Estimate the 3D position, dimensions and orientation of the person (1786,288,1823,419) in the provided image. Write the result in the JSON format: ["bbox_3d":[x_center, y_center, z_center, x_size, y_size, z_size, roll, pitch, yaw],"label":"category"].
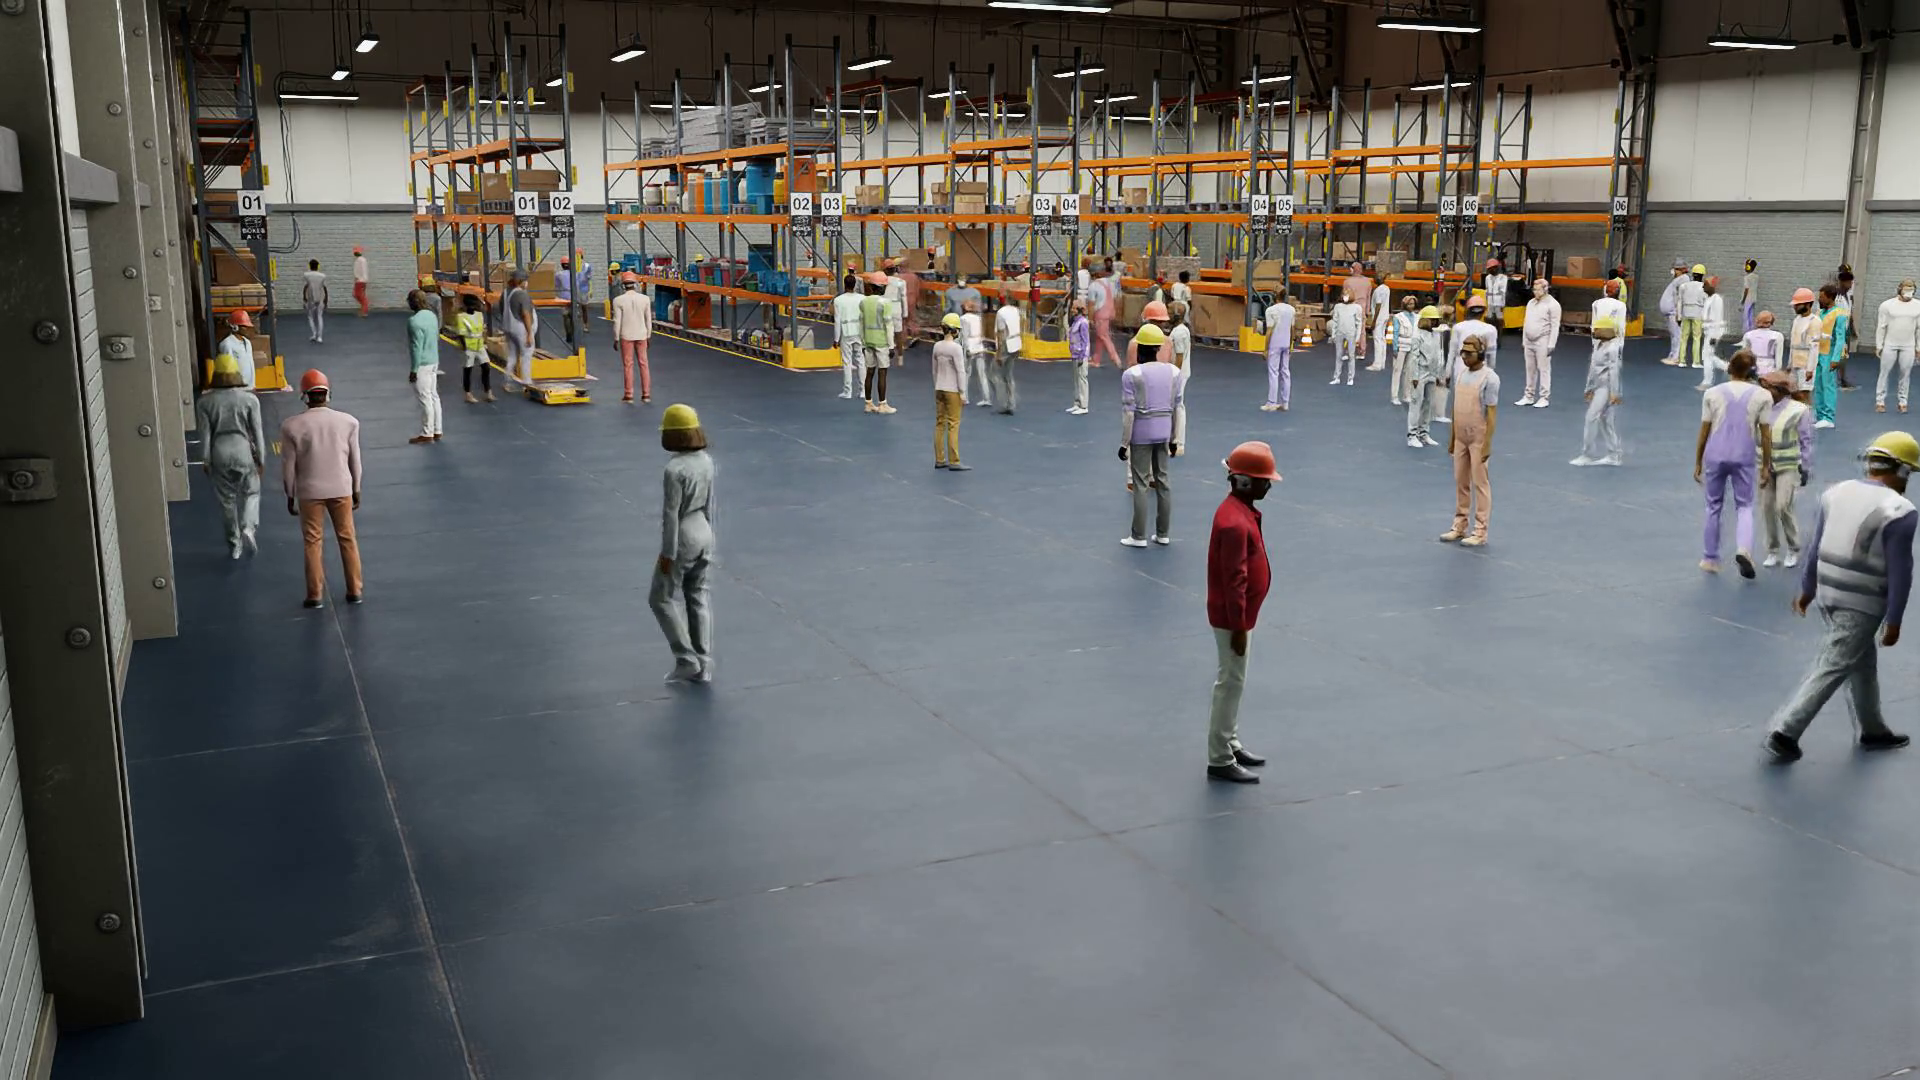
[{"bbox_3d":[10.700,-2.233,21.188,0.392,1.925,0.548,0,11,-1],"label":"person"}]

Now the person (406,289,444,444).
[{"bbox_3d":[-6.732,-2.169,20.837,0.375,1.940,0.659,1,11,3],"label":"person"}]

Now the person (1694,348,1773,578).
[{"bbox_3d":[6.093,-0.597,13.129,0.526,1.826,0.610,4,12,22],"label":"person"}]

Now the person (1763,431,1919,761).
[{"bbox_3d":[4.662,0.299,8.749,0.939,1.761,0.659,-2,11,-9],"label":"person"}]

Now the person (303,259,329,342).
[{"bbox_3d":[-14.499,-5.382,37.375,0.573,1.841,0.767,-6,13,-28],"label":"person"}]

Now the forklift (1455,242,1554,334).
[{"bbox_3d":[13.047,-6.049,39.881,2.313,2.155,1.214,-5,12,-23],"label":"forklift"}]

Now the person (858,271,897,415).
[{"bbox_3d":[-1.166,-2.822,23.868,0.616,2.041,0.380,9,15,40],"label":"person"}]

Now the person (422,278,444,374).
[{"bbox_3d":[-9.499,-3.830,29.816,0.481,1.722,0.449,2,11,9],"label":"person"}]

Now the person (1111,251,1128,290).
[{"bbox_3d":[4.371,-7.063,46.001,0.565,1.828,0.836,5,12,24],"label":"person"}]

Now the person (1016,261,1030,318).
[{"bbox_3d":[1.556,-5.697,39.251,0.562,1.742,0.360,-5,12,-26],"label":"person"}]

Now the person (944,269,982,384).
[{"bbox_3d":[0.040,-3.588,28.034,0.640,1.936,0.373,2,11,8],"label":"person"}]

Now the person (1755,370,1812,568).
[{"bbox_3d":[6.654,-0.576,13.562,0.389,1.617,0.536,-8,14,-35],"label":"person"}]

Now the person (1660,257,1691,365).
[{"bbox_3d":[13.635,-4.370,31.739,0.536,2.000,0.688,3,11,14],"label":"person"}]

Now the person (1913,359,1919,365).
[{"bbox_3d":[18.402,-4.125,31.325,0.658,1.710,0.581,7,13,30],"label":"person"}]

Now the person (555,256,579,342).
[{"bbox_3d":[-8.849,-5.403,37.323,0.551,1.904,0.759,-6,12,-27],"label":"person"}]

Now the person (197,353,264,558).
[{"bbox_3d":[-6.025,-0.675,13.770,0.488,1.731,0.522,-4,12,-18],"label":"person"}]

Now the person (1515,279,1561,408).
[{"bbox_3d":[8.597,-2.922,24.742,0.404,1.905,0.679,-5,12,-24],"label":"person"}]

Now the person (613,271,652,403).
[{"bbox_3d":[-4.990,-3.082,25.329,0.609,1.988,0.392,-7,13,-31],"label":"person"}]

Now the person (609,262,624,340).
[{"bbox_3d":[-7.800,-5.438,37.892,0.341,1.756,0.518,-6,13,-29],"label":"person"}]

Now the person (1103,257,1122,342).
[{"bbox_3d":[3.299,-5.343,37.036,0.605,1.900,0.463,0,11,-1],"label":"person"}]

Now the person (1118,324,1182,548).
[{"bbox_3d":[1.629,-0.891,14.341,0.593,1.929,0.359,-6,12,-26],"label":"person"}]

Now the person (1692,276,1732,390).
[{"bbox_3d":[12.317,-3.351,27.029,0.602,1.867,0.572,2,11,9],"label":"person"}]

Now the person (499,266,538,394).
[{"bbox_3d":[-7.013,-3.361,26.610,0.690,2.000,0.536,9,15,40],"label":"person"}]

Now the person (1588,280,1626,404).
[{"bbox_3d":[9.786,-2.987,25.147,0.350,1.878,0.568,-8,13,-34],"label":"person"}]

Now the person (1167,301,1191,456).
[{"bbox_3d":[2.562,-1.916,19.765,0.345,1.846,0.508,2,11,9],"label":"person"}]

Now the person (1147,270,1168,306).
[{"bbox_3d":[3.597,-4.030,30.566,0.398,1.833,0.581,0,11,1],"label":"person"}]

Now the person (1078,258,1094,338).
[{"bbox_3d":[2.857,-5.495,37.940,0.583,1.844,0.806,3,11,13],"label":"person"}]

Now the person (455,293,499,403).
[{"bbox_3d":[-7.292,-2.878,25.081,0.659,1.674,0.552,8,13,34],"label":"person"}]

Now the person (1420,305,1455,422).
[{"bbox_3d":[6.644,-2.426,22.920,0.396,1.621,0.532,0,11,-1],"label":"person"}]

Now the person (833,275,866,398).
[{"bbox_3d":[-1.694,-3.175,25.976,0.587,1.920,0.395,-5,12,-26],"label":"person"}]

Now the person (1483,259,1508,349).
[{"bbox_3d":[11.325,-4.988,35.224,0.593,1.904,0.583,-10,15,-41],"label":"person"}]

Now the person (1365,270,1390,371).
[{"bbox_3d":[7.664,-4.018,30.451,0.345,1.847,0.508,7,13,31],"label":"person"}]

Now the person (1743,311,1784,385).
[{"bbox_3d":[10.304,-2.131,21.413,0.314,1.629,0.508,-10,15,-41],"label":"person"}]

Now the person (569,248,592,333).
[{"bbox_3d":[-9.165,-6.008,40.058,0.610,2.043,0.397,-3,11,-14],"label":"person"}]
